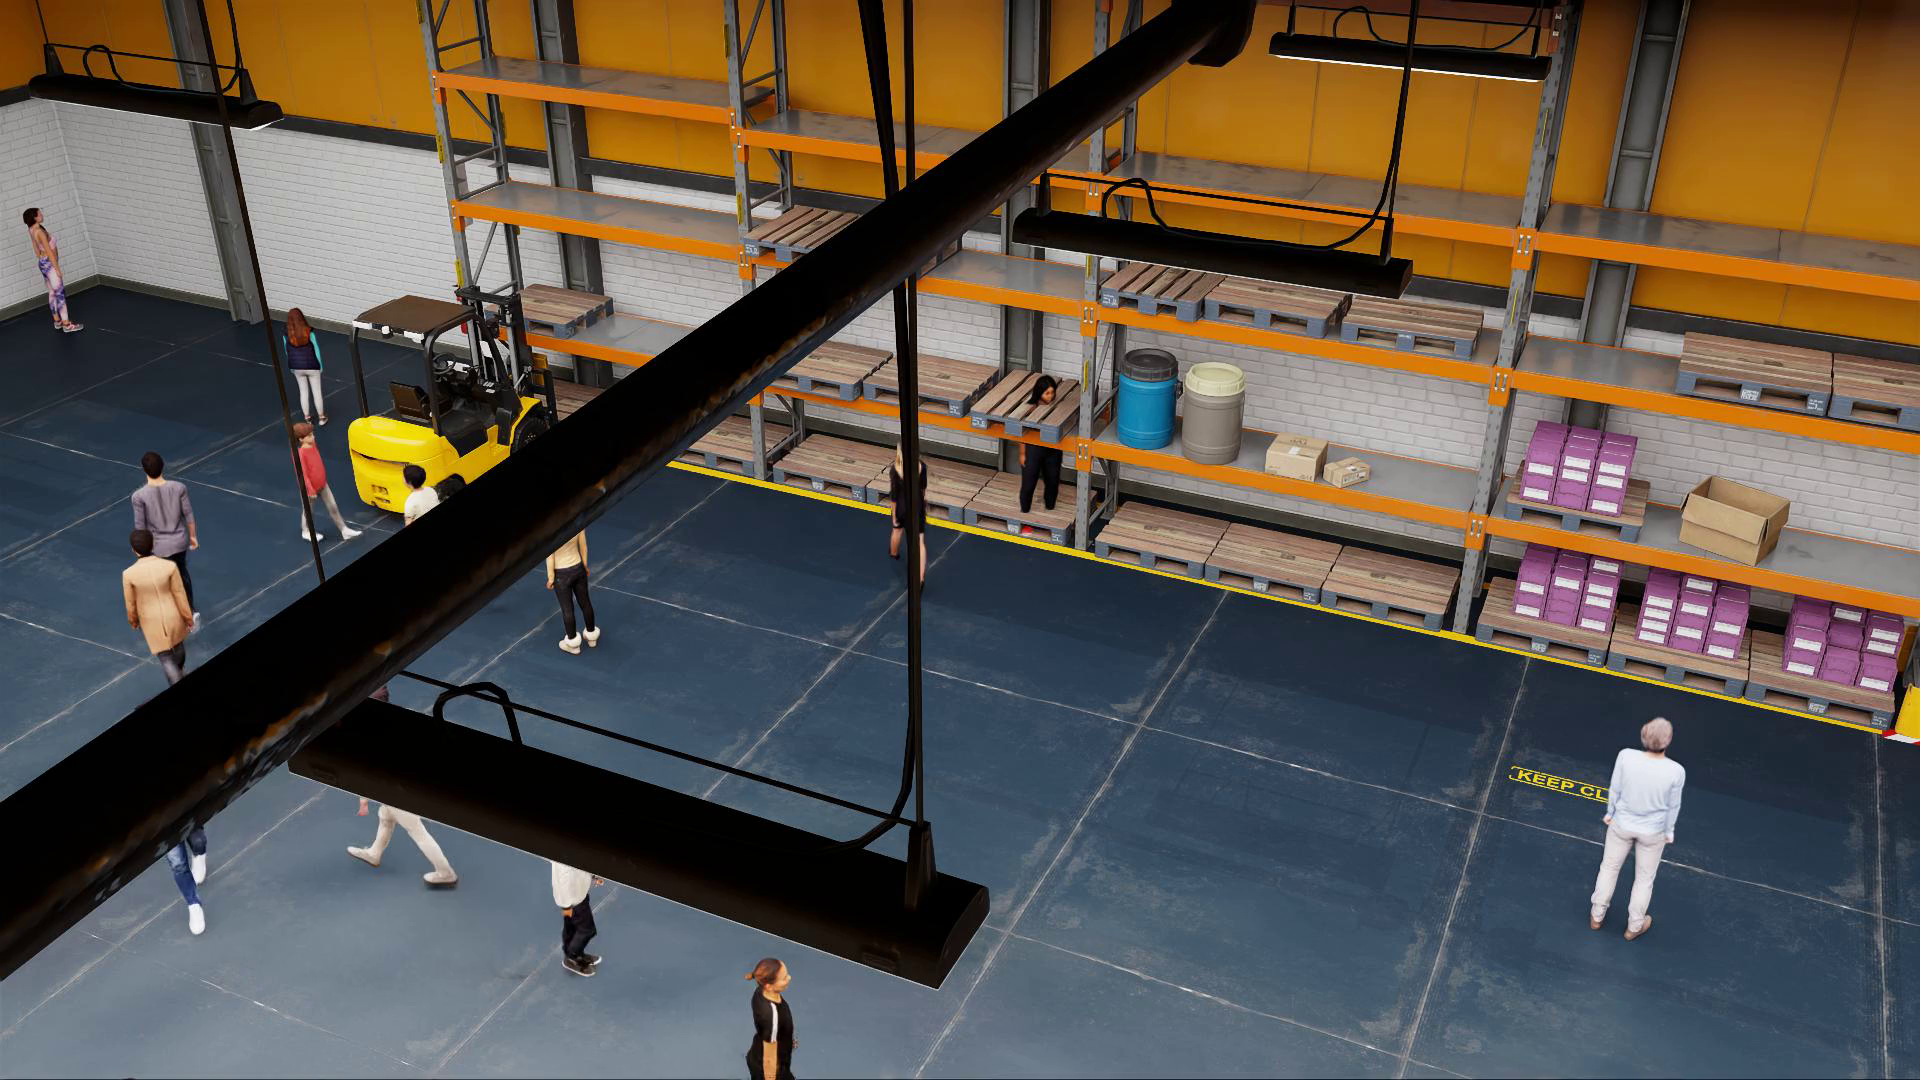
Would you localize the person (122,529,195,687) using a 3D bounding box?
[{"bbox_3d":[-7.150,0.752,14.924,1.063,1.679,1.224,-16,32,-27],"label":"person"}]

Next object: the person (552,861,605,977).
[{"bbox_3d":[-2.846,2.516,11.939,0.712,1.441,0.677,-3,29,-5],"label":"person"}]

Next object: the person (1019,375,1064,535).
[{"bbox_3d":[0.874,-0.946,17.897,0.768,1.812,0.837,-8,30,-15],"label":"person"}]

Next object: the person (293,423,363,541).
[{"bbox_3d":[-6.933,-0.590,17.693,0.953,1.383,0.657,7,29,12],"label":"person"}]

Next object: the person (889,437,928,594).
[{"bbox_3d":[-0.484,-0.225,16.773,1.062,1.623,1.091,-8,30,-15],"label":"person"}]

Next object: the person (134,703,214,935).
[{"bbox_3d":[-5.913,1.968,12.527,1.165,1.840,1.254,-12,31,-21],"label":"person"}]

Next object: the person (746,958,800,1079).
[{"bbox_3d":[-1.253,3.273,10.340,1.032,1.643,0.927,-6,29,-11],"label":"person"}]

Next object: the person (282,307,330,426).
[{"bbox_3d":[-8.024,-2.130,20.394,0.628,1.500,0.713,0,29,0],"label":"person"}]

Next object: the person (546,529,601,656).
[{"bbox_3d":[-3.696,0.311,15.755,0.683,1.658,0.687,-20,35,-32],"label":"person"}]

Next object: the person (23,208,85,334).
[{"bbox_3d":[-12.653,-3.773,23.126,0.558,1.767,0.701,21,35,33],"label":"person"}]

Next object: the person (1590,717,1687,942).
[{"bbox_3d":[4.982,2.108,12.214,0.559,1.894,0.740,17,33,28],"label":"person"}]

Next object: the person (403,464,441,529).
[{"bbox_3d":[-5.208,0.004,16.406,0.725,1.573,0.658,6,29,11],"label":"person"}]

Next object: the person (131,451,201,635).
[{"bbox_3d":[-7.618,0.053,16.056,1.131,1.821,0.881,25,37,38],"label":"person"}]

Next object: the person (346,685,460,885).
[{"bbox_3d":[-4.223,1.910,12.679,1.266,1.796,0.873,5,29,10],"label":"person"}]
